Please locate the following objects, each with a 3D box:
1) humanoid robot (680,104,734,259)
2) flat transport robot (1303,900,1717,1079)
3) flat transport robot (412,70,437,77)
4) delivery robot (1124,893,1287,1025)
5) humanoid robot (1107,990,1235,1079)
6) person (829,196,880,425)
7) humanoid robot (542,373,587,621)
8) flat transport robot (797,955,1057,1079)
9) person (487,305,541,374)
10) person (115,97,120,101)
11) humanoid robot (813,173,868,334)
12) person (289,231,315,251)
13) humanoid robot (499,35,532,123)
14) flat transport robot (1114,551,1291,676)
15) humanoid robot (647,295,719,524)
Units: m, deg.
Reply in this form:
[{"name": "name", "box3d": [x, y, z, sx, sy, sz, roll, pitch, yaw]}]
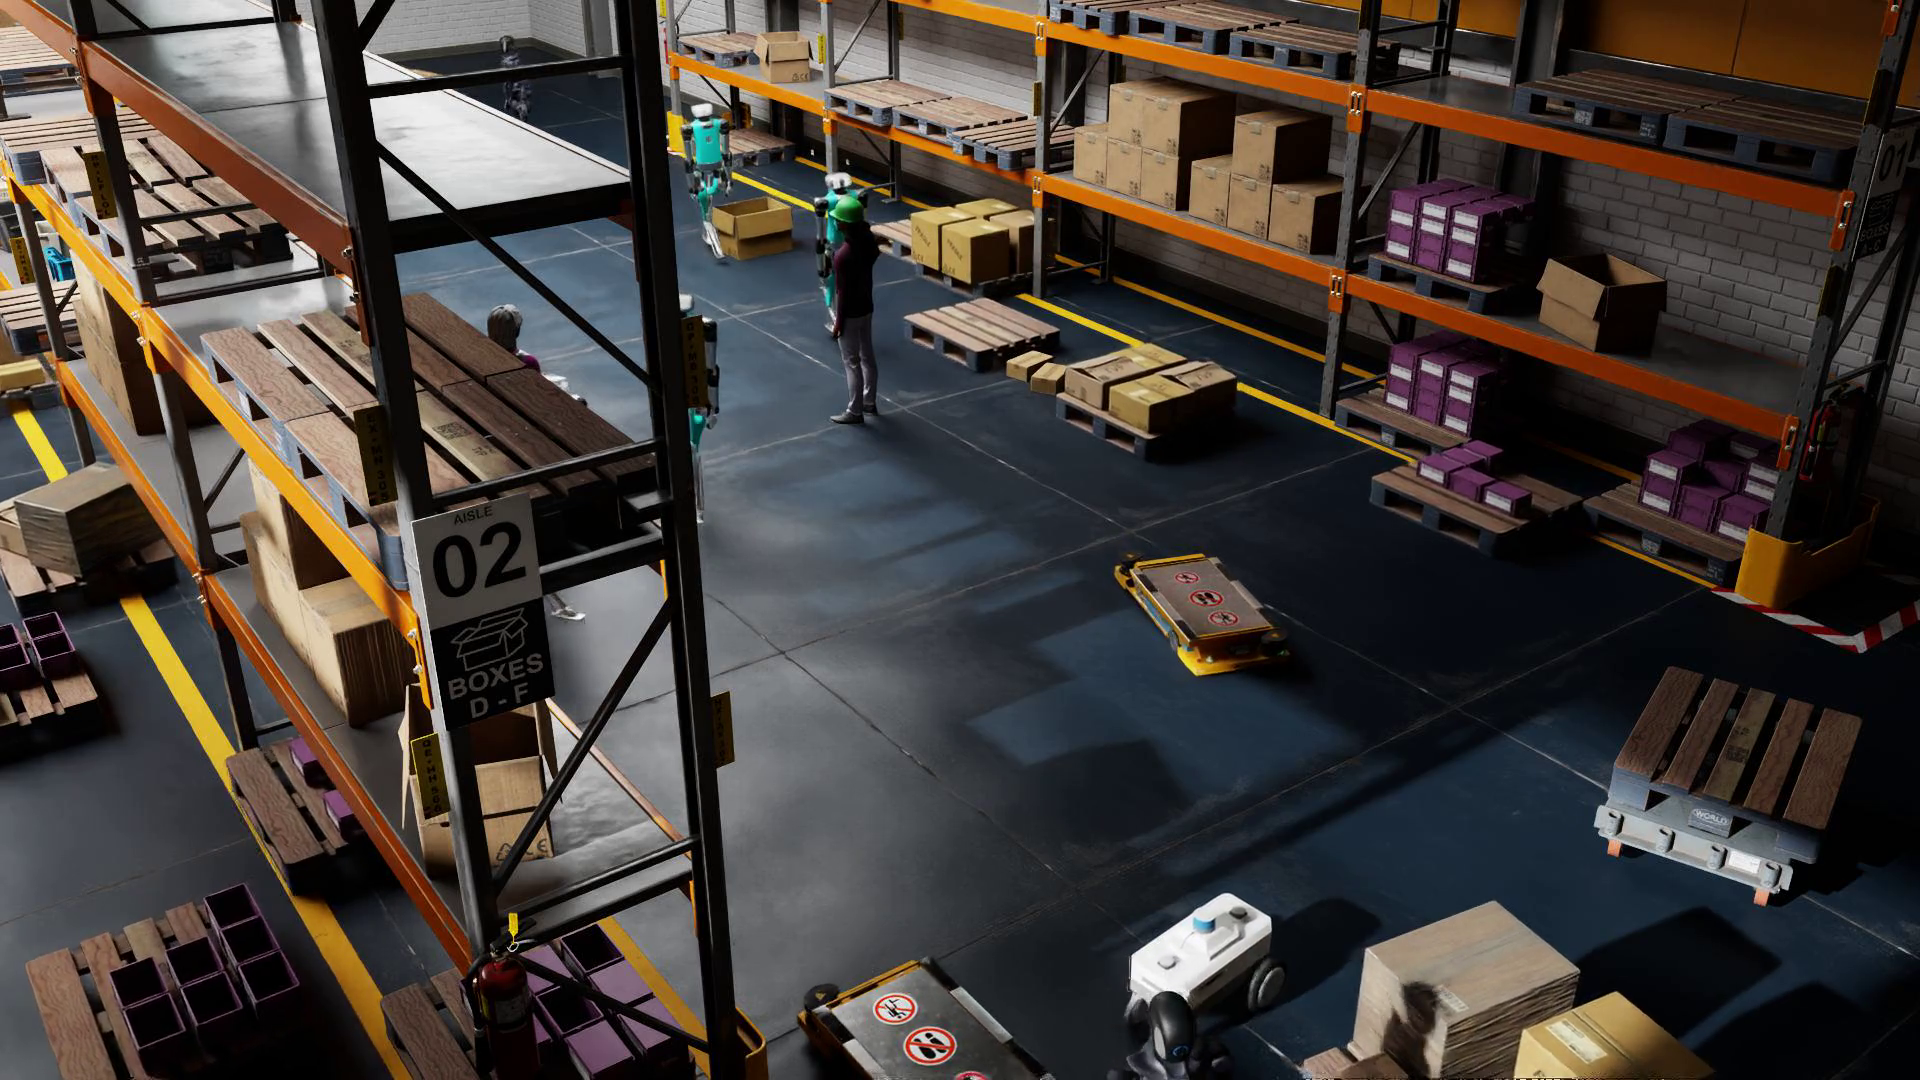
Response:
[{"name": "humanoid robot", "box3d": [-2.800, -3.939, 18.219, 0.560, 1.746, 1.045, -12, 29, -23]}, {"name": "flat transport robot", "box3d": [2.090, 2.612, 6.791, 1.431, 0.231, 0.659, -13, 29, -24]}, {"name": "flat transport robot", "box3d": [-7.764, -5.766, 23.457, 0.659, 0.231, 1.431, 0, 27, 1]}, {"name": "delivery robot", "box3d": [1.124, 1.970, 7.741, 0.783, 0.586, 0.499, -23, 34, -38]}, {"name": "humanoid robot", "box3d": [0.725, 2.242, 5.967, 0.608, 1.639, 0.334, -9, 28, -18]}, {"name": "person", "box3d": [-0.873, -1.909, 13.912, 0.420, 1.955, 0.488, 13, 30, 25]}, {"name": "humanoid robot", "box3d": [-2.924, -0.321, 11.036, 1.006, 1.764, 0.537, 15, 30, 27]}, {"name": "flat transport robot", "box3d": [-0.077, 2.350, 7.312, 0.659, 0.231, 1.431, -18, 32, -31]}, {"name": "person", "box3d": [-3.108, -0.778, 11.777, 0.509, 1.847, 0.341, 6, 27, 12]}, {"name": "person", "box3d": [-10.485, -5.266, 20.559, 0.403, 1.984, 0.621, -10, 28, -19]}, {"name": "humanoid robot", "box3d": [-1.192, -2.619, 15.598, 0.553, 1.749, 1.035, -14, 30, -26]}, {"name": "person", "box3d": [-5.994, -2.438, 15.326, 0.282, 1.628, 0.500, -2, 27, -3]}, {"name": "humanoid robot", "box3d": [-5.862, -5.862, 22.082, 0.357, 1.642, 0.596, -22, 34, -36]}, {"name": "flat transport robot", "box3d": [1.594, 0.448, 11.097, 0.659, 0.231, 1.431, -8, 28, -15]}, {"name": "humanoid robot", "box3d": [-2.125, -1.078, 12.551, 0.531, 1.784, 1.003, -9, 28, -17]}]
